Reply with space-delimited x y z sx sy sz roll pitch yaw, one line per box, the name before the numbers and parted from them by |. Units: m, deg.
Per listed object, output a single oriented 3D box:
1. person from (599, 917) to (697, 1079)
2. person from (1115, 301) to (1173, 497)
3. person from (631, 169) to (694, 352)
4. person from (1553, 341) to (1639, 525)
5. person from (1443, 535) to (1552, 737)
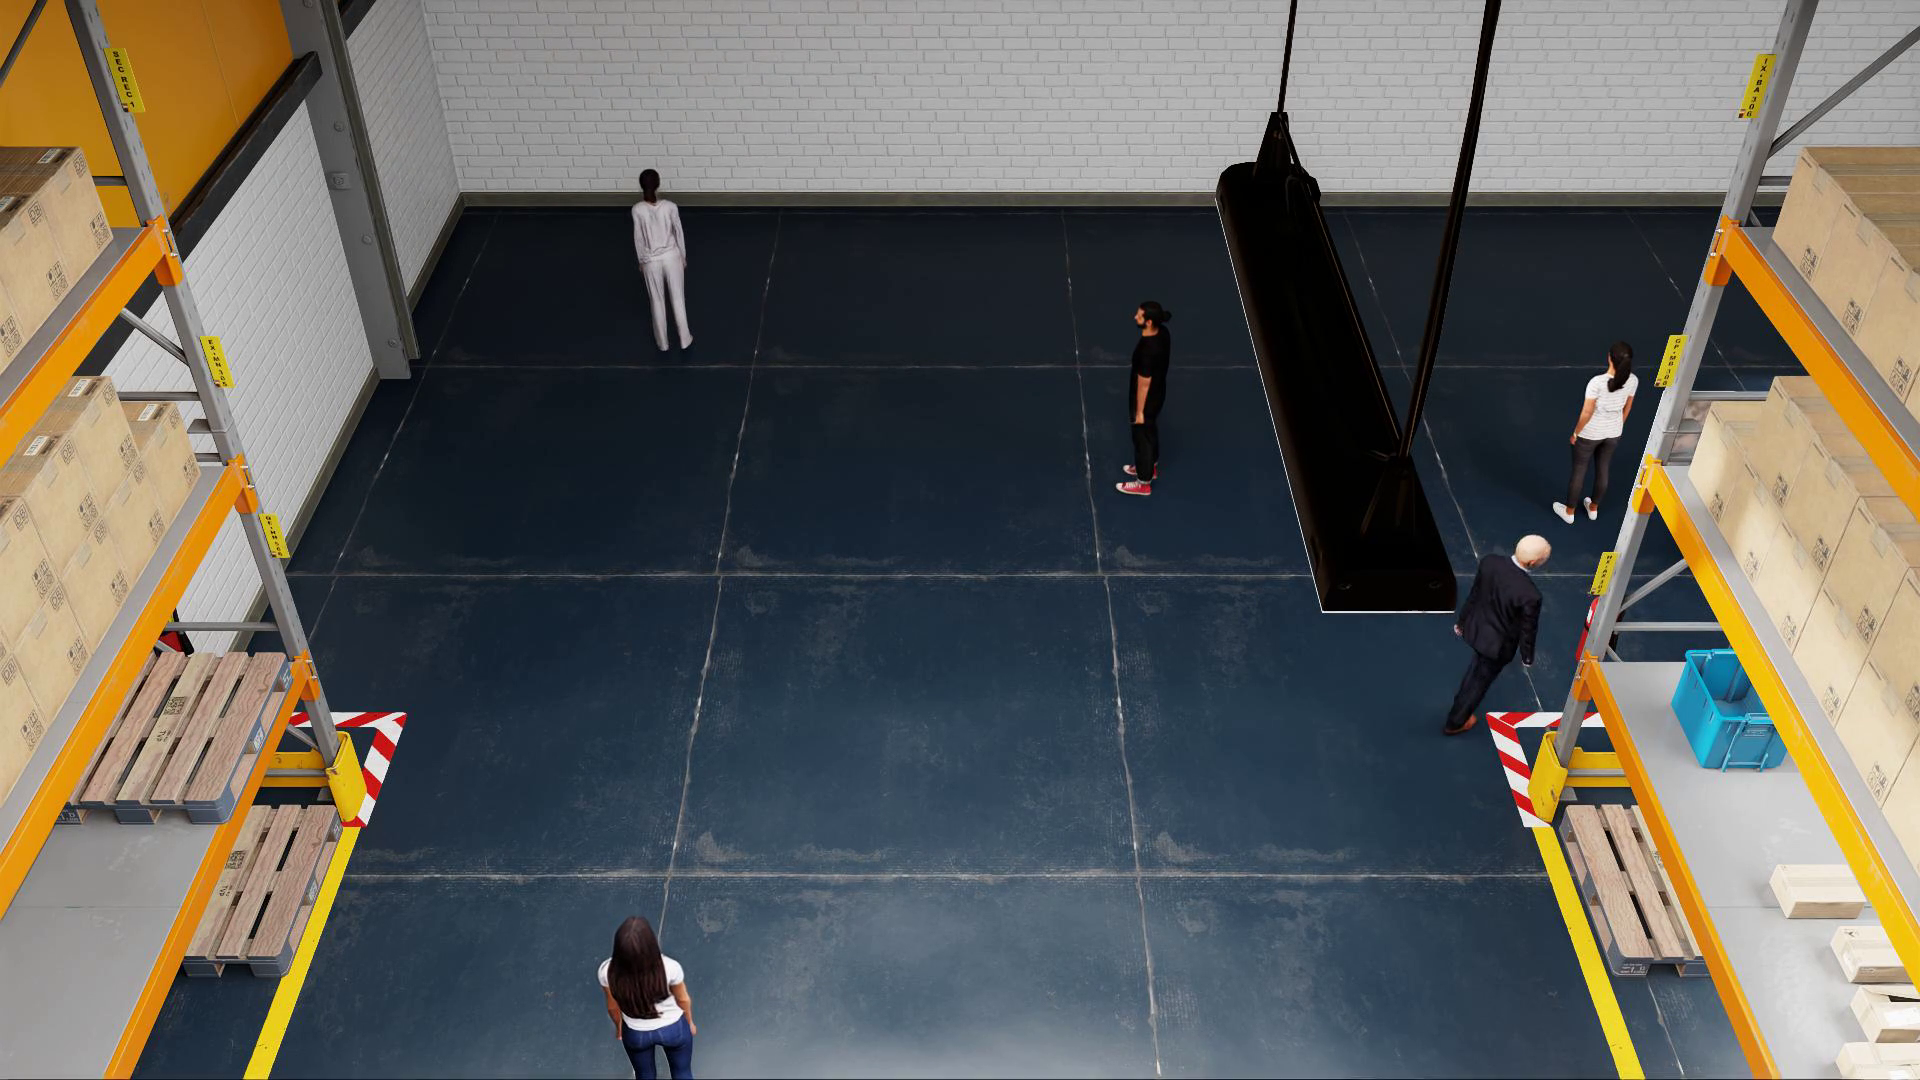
person | -1.590 2.570 8.685 0.592 1.775 0.524 -2 39 -3
person | 1.508 -1.145 13.351 0.742 1.757 0.589 12 40 15
person | -2.705 -2.527 15.068 0.621 1.773 0.565 -5 39 -6
person | 5.025 -0.850 13.070 0.600 1.646 0.568 -6 39 -7
person | 3.475 0.685 11.047 0.883 1.772 0.778 -23 44 -26
